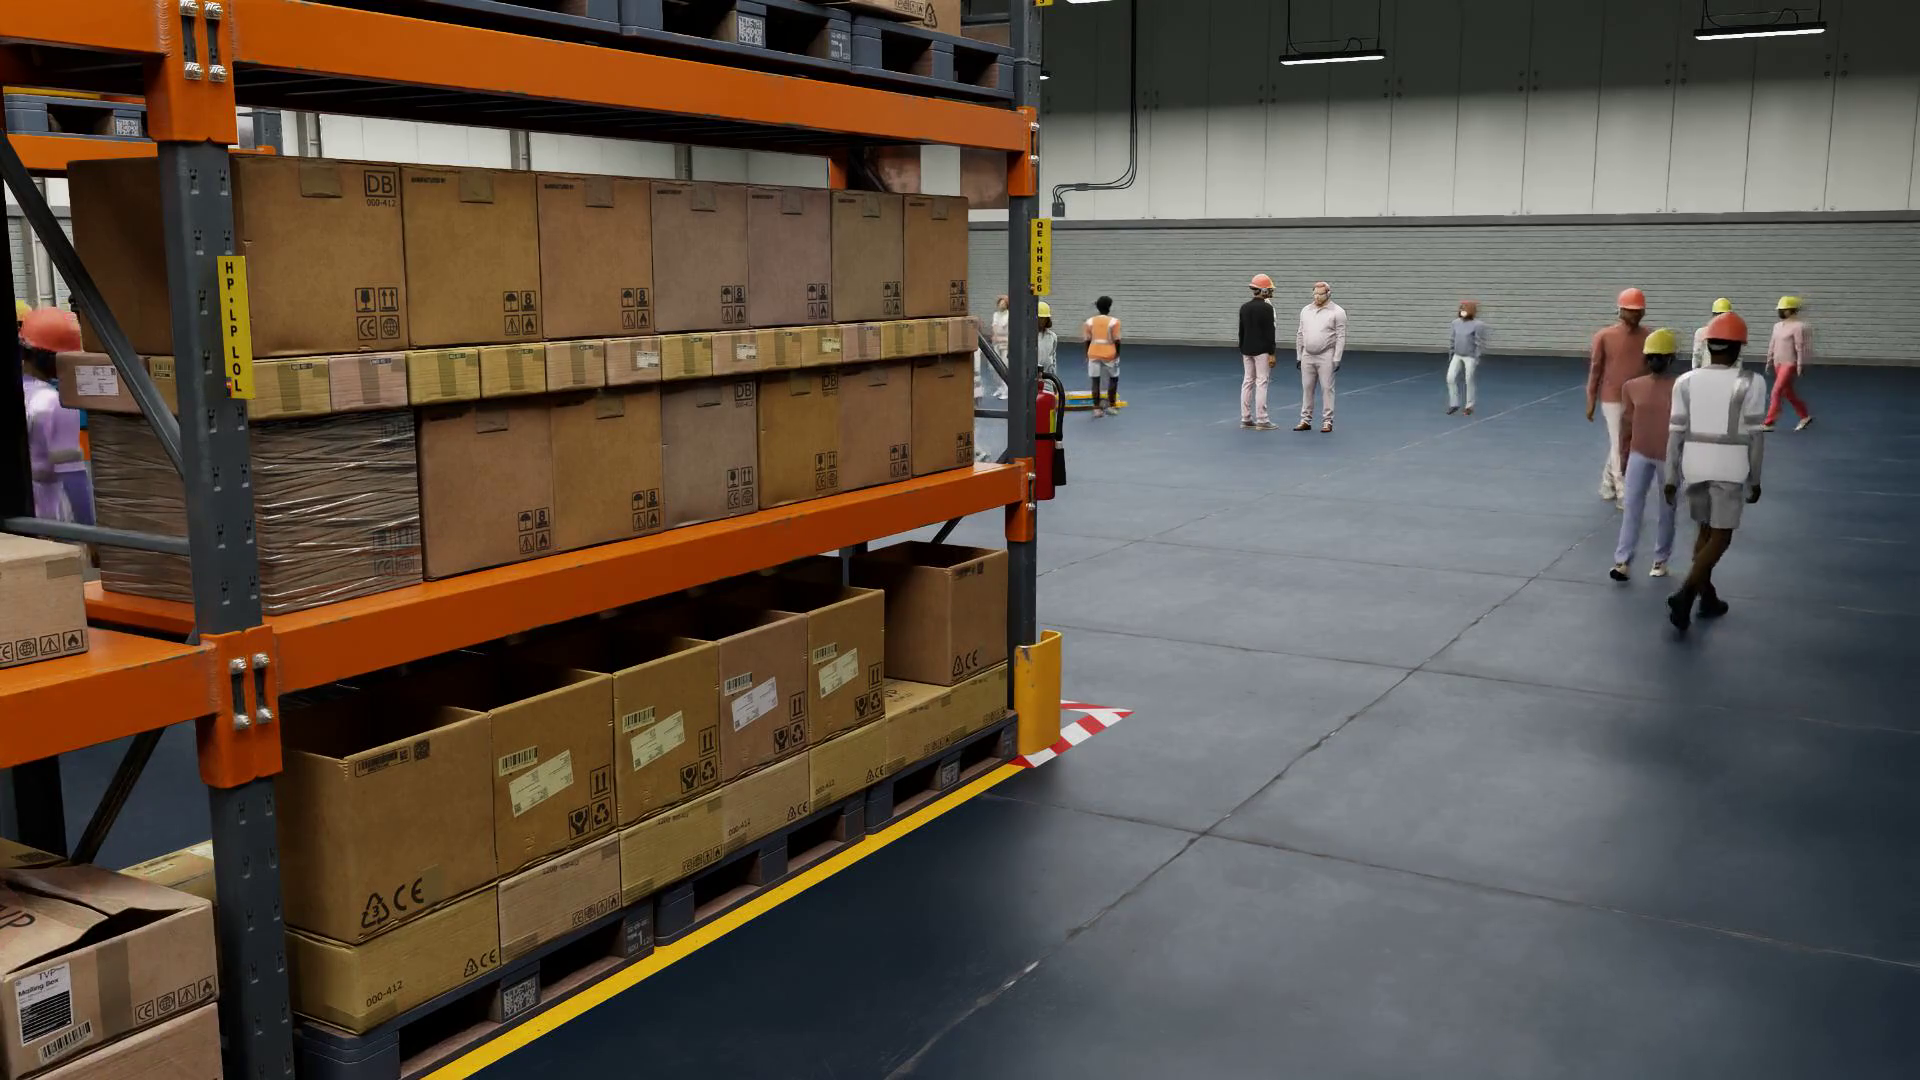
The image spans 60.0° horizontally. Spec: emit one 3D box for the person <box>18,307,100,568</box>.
[{"bbox_3d":[-4.325,-0.077,7.739,0.649,1.987,0.627,5,11,29],"label":"person"}]

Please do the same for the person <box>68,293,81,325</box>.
[{"bbox_3d":[-9.742,-1.847,18.537,0.627,1.844,0.429,1,10,7],"label":"person"}]

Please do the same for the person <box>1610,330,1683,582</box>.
[{"bbox_3d":[4.721,-0.556,11.345,0.533,1.720,0.877,7,12,35],"label":"person"}]

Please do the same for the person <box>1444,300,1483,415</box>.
[{"bbox_3d":[7.011,-2.532,23.189,0.573,1.611,0.523,-9,13,-42],"label":"person"}]

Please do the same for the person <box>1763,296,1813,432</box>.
[{"bbox_3d":[10.548,-2.240,21.146,0.855,1.734,0.540,-1,10,-8],"label":"person"}]

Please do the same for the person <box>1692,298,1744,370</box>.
[{"bbox_3d":[8.392,-1.795,18.448,0.526,1.769,0.328,3,10,15],"label":"person"}]

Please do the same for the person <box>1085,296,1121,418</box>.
[{"bbox_3d":[2.008,-2.532,23.004,0.553,1.668,0.674,4,11,24],"label":"person"}]

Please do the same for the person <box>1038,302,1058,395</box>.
[{"bbox_3d":[0.849,-1.679,17.845,0.492,1.740,0.325,-6,11,-30],"label":"person"}]

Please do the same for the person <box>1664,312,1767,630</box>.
[{"bbox_3d":[4.494,-0.415,9.993,0.902,1.902,0.534,-8,13,-40],"label":"person"}]

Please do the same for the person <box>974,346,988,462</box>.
[{"bbox_3d":[0.065,-1.469,16.930,0.388,1.625,0.538,4,11,24],"label":"person"}]

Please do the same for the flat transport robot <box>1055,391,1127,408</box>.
[{"bbox_3d":[1.664,-2.049,24.311,1.431,0.197,0.652,-4,10,-22],"label":"flat transport robot"}]

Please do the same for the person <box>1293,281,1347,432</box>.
[{"bbox_3d":[4.552,-2.321,21.122,0.643,1.908,0.411,7,12,36],"label":"person"}]

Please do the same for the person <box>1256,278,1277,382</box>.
[{"bbox_3d":[5.412,-3.717,29.508,0.403,1.833,0.591,1,10,8],"label":"person"}]

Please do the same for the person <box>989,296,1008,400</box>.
[{"bbox_3d":[0.687,-2.983,25.849,0.395,1.613,0.548,-9,13,-42],"label":"person"}]

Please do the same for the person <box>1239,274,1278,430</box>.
[{"bbox_3d":[3.844,-2.416,21.416,0.379,1.996,0.611,-6,11,-32],"label":"person"}]

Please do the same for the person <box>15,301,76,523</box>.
[{"bbox_3d":[-7.349,-0.939,13.123,0.989,1.868,0.611,4,11,23],"label":"person"}]

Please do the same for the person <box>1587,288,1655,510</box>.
[{"bbox_3d":[5.956,-1.277,14.902,0.630,1.951,1.009,0,10,-1],"label":"person"}]
